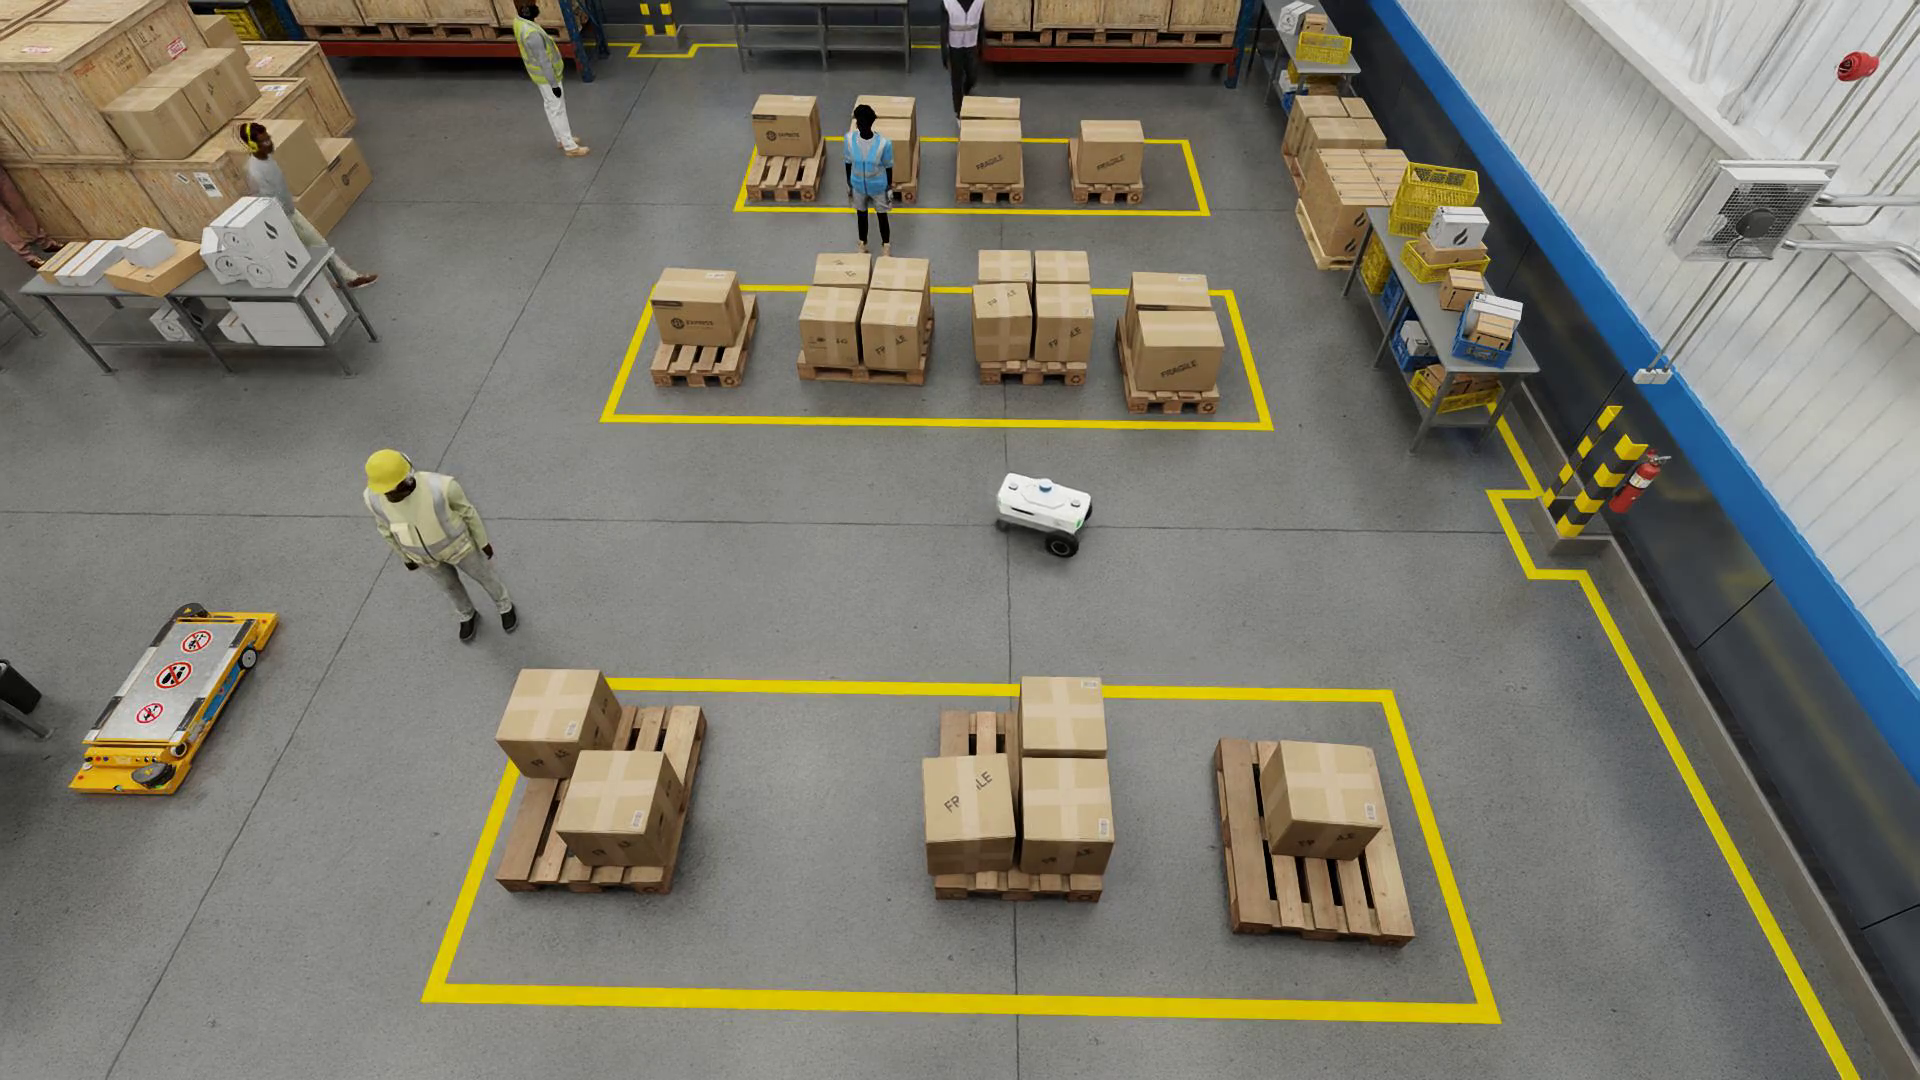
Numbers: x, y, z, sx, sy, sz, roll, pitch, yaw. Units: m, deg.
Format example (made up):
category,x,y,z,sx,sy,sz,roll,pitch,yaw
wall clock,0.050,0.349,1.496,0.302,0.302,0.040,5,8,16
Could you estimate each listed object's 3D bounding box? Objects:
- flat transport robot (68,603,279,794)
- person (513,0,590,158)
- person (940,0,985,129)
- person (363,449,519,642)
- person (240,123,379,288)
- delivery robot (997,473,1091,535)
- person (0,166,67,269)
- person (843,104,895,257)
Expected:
category,x,y,z,sx,sy,sz,roll,pitch,yaw
flat transport robot,-5.504,1.072,6.442,0.652,0.197,1.431,1,50,1
person,-4.968,-5.601,11.067,0.429,1.842,0.636,-27,55,-21
person,0.008,-6.249,11.580,0.614,1.891,0.760,-15,51,-12
person,-3.555,0.049,6.293,0.597,1.828,0.403,-11,51,-9
person,-6.608,-3.196,9.067,0.815,1.808,0.564,-8,50,-7
delivery robot,0.665,-0.292,7.347,0.707,0.478,0.477,16,51,12
person,-10.080,-3.750,9.458,0.406,1.909,0.639,0,50,0
person,-0.936,-3.674,9.528,0.531,1.697,0.320,9,50,7
